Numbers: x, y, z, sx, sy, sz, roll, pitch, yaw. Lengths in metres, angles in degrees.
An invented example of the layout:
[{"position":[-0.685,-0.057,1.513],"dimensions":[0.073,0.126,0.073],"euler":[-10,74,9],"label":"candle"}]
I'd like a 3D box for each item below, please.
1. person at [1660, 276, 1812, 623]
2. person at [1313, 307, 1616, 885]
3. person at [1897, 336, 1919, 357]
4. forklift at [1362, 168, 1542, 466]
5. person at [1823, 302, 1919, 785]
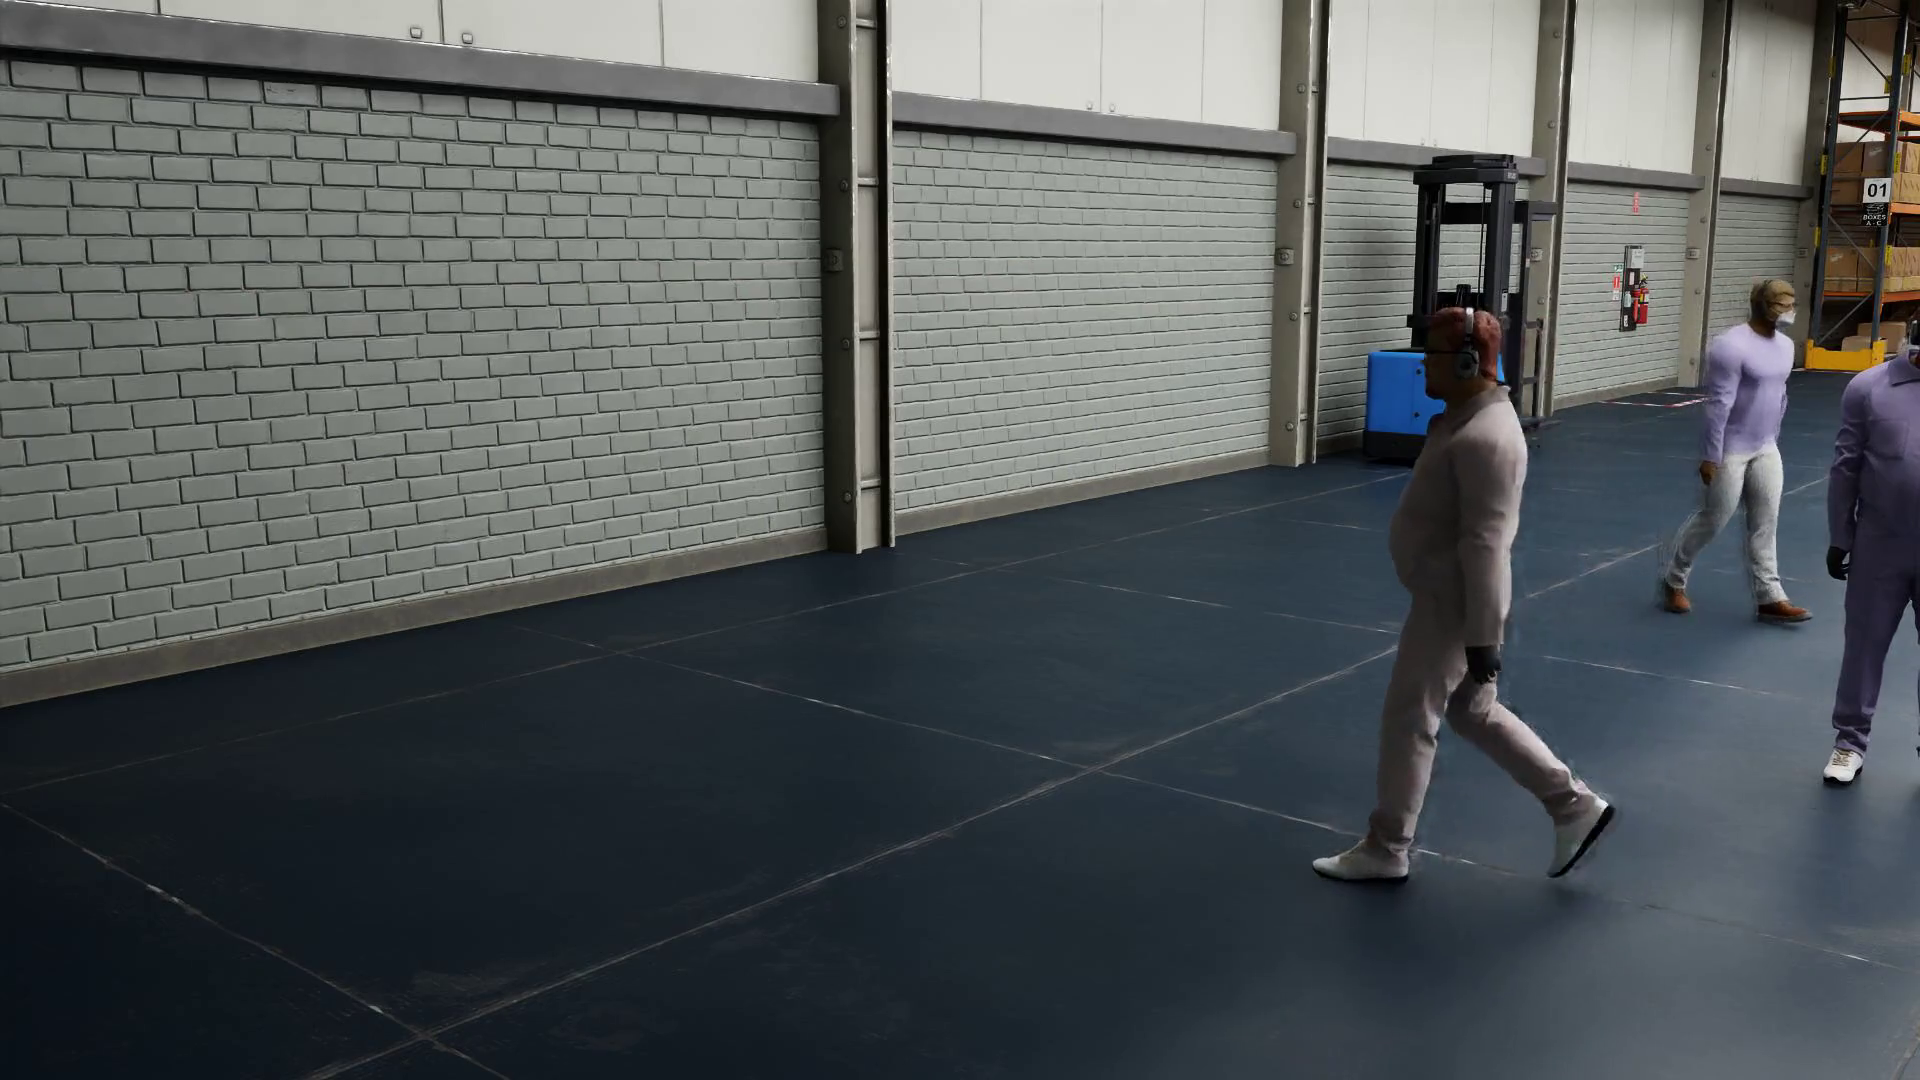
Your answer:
[{"position":[4.345,-0.504,9.235],"dimensions":[0.660,1.914,0.827],"euler":[-5,11,-27],"label":"person"},{"position":[1.644,0.198,5.309],"dimensions":[0.866,1.883,0.645],"euler":[3,11,18],"label":"person"},{"position":[6.088,-0.670,10.364],"dimensions":[0.521,1.842,0.849],"euler":[2,10,12],"label":"person"},{"position":[4.875,-2.212,16.287],"dimensions":[1.129,2.768,1.873],"euler":[8,13,40],"label":"forklift"},{"position":[3.632,0.006,6.299],"dimensions":[0.643,1.912,0.410],"euler":[5,11,26],"label":"person"}]
